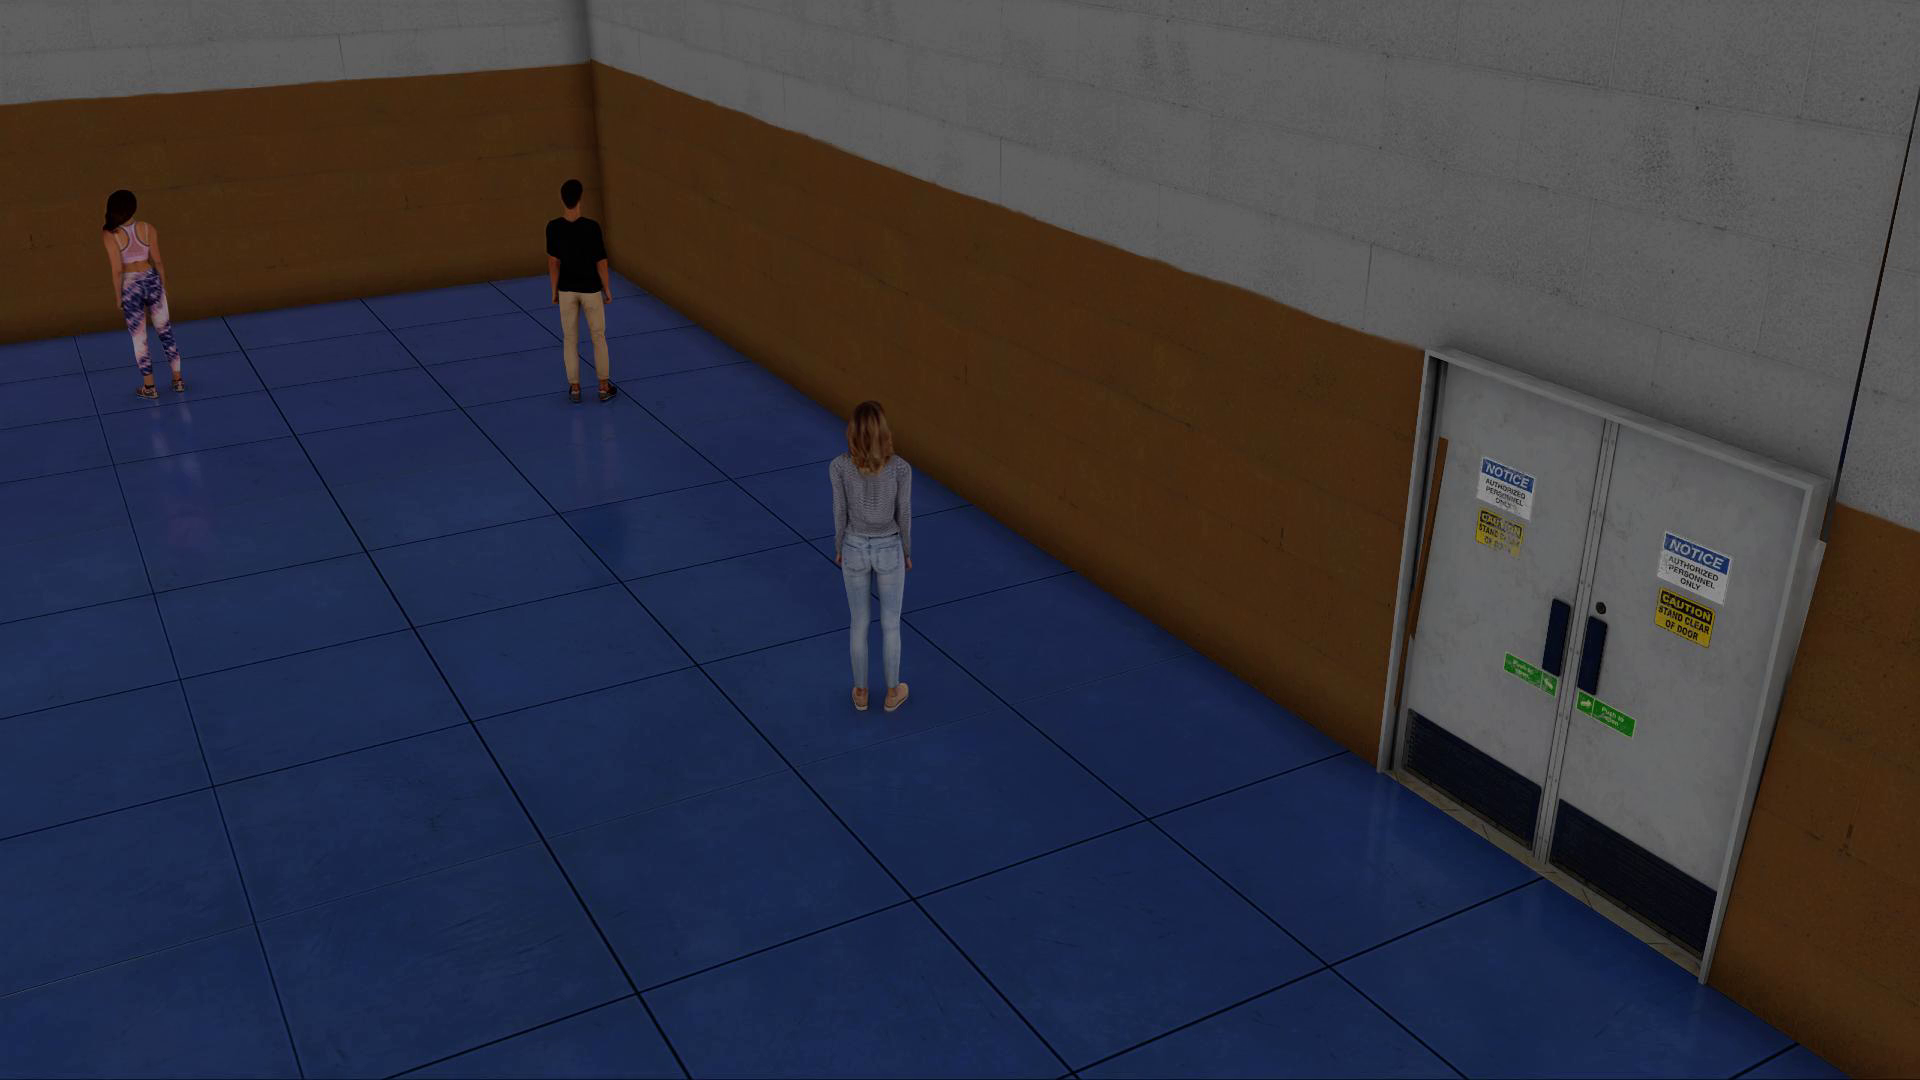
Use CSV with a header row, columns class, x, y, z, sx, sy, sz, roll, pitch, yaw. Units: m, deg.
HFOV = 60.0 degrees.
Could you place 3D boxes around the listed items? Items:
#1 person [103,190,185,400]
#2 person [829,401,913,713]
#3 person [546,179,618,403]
class,x,y,z,sx,sy,sz,roll,pitch,yaw
person,-6.903,-2.082,14.036,0.712,1.765,0.566,22,32,40
person,-0.471,0.094,9.023,0.628,1.796,0.727,2,24,4
person,-3.167,-2.075,13.872,0.623,1.858,0.777,-2,24,-4
